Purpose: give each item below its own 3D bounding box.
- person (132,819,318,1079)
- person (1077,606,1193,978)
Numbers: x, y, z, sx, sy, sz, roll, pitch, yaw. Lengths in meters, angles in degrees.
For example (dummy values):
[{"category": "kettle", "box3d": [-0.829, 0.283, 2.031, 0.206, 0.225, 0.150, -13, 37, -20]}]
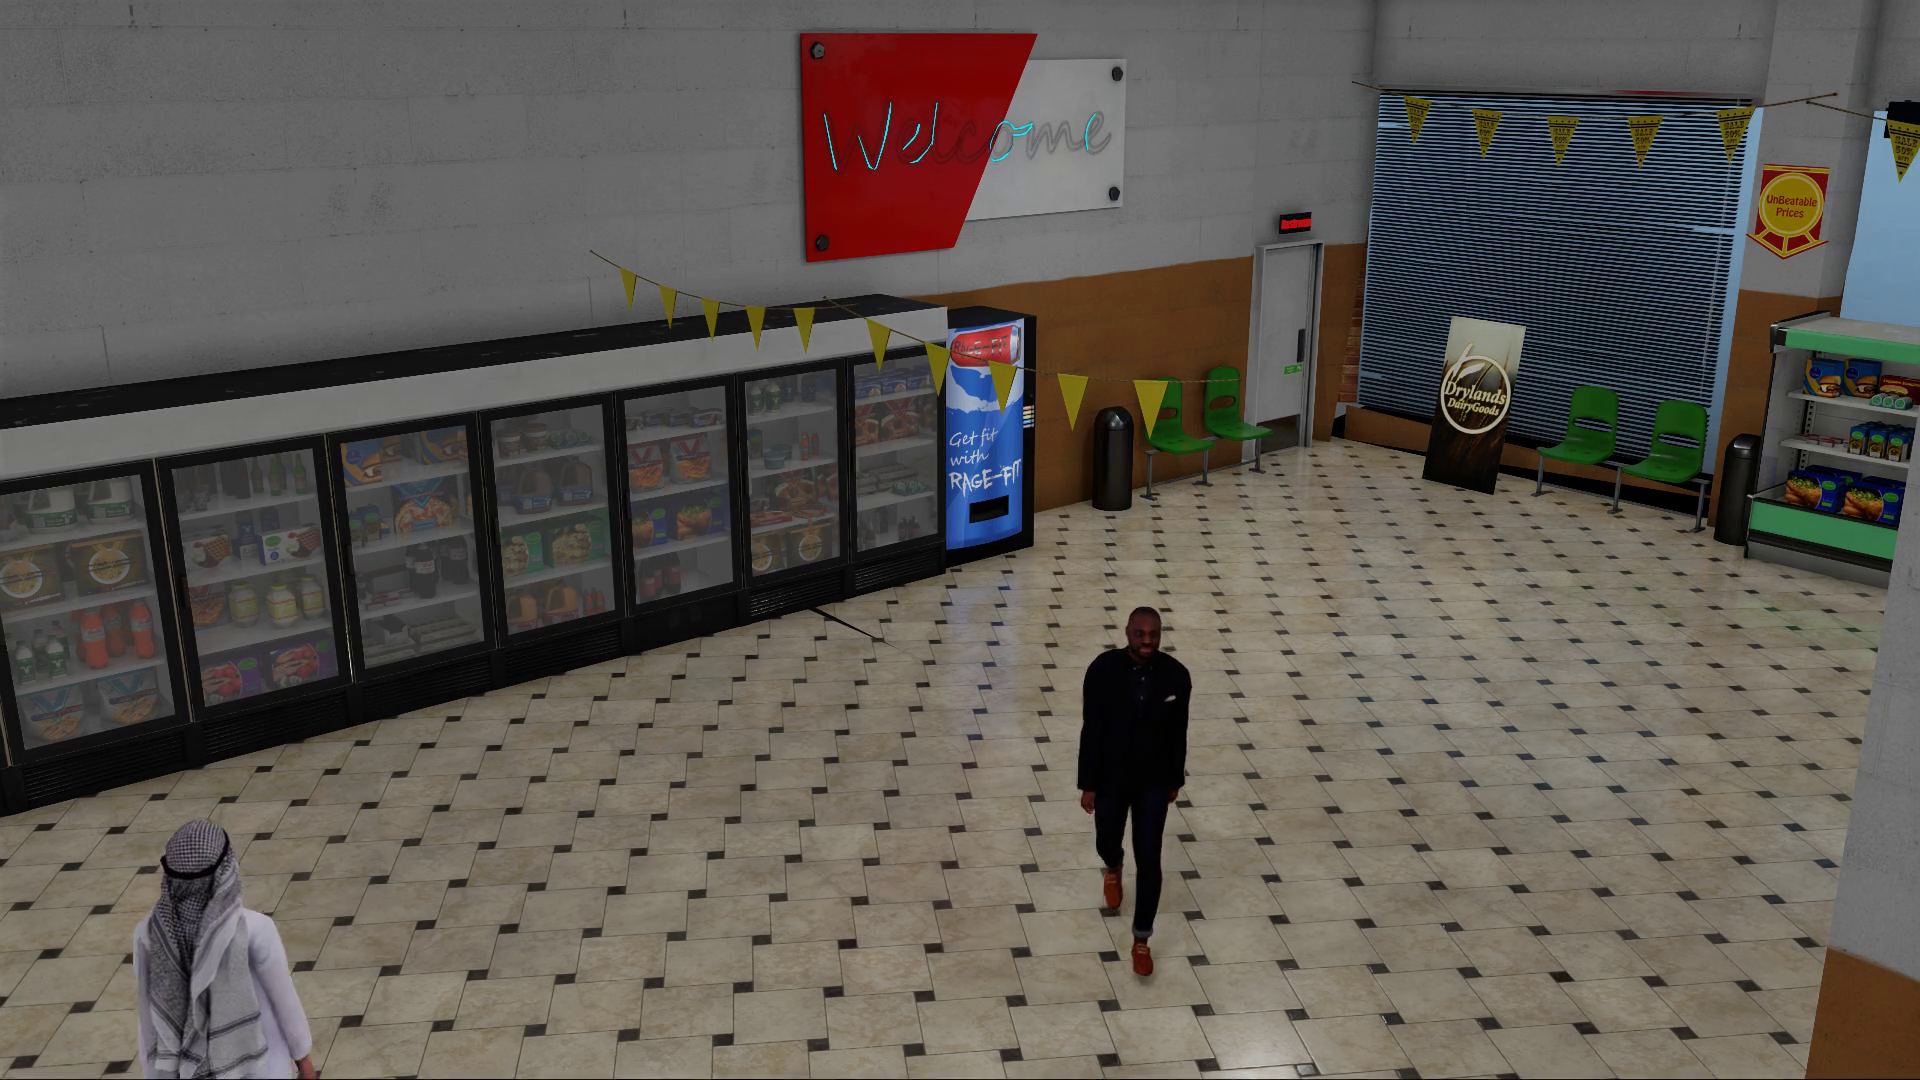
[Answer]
[{"category": "person", "box3d": [-2.529, 1.896, 5.682, 0.901, 1.910, 0.962, 1, 17, 4]}, {"category": "person", "box3d": [0.844, 1.172, 8.278, 1.178, 1.786, 1.219, 2, 17, 7]}]
